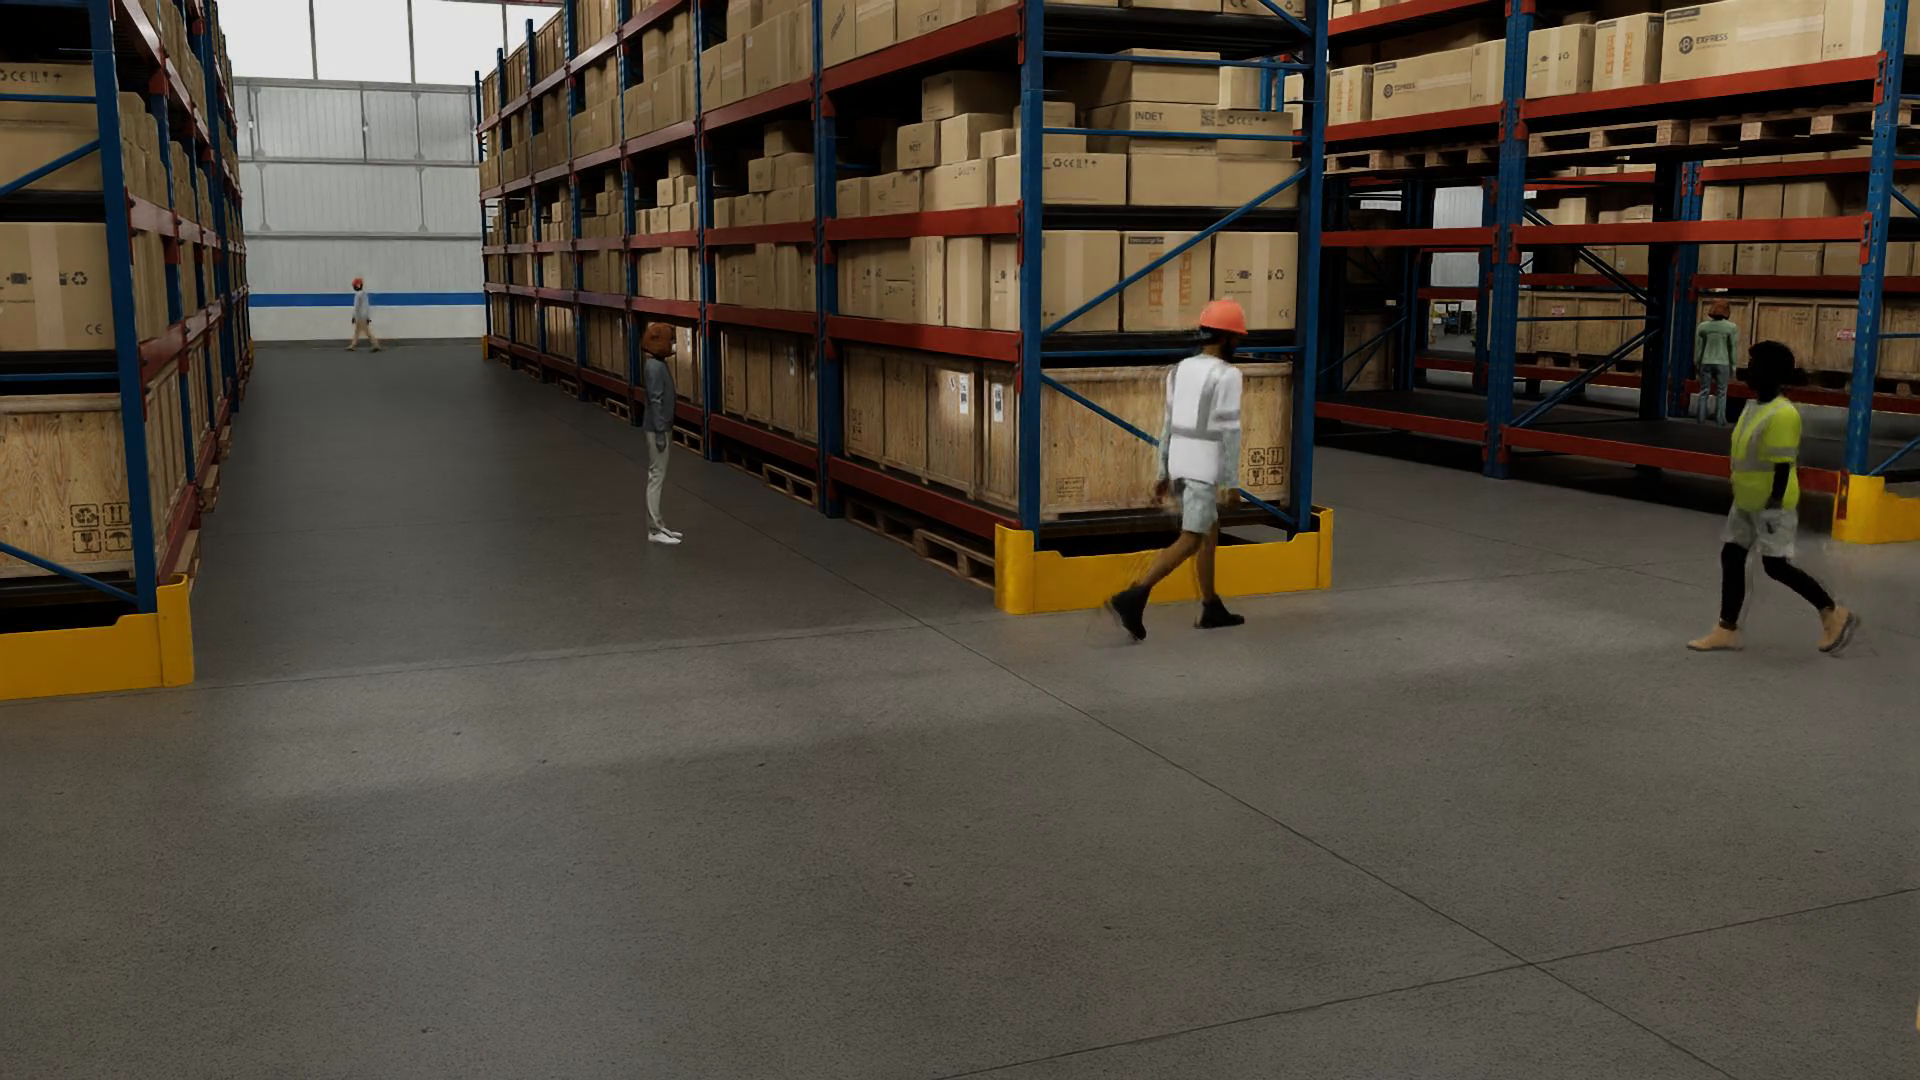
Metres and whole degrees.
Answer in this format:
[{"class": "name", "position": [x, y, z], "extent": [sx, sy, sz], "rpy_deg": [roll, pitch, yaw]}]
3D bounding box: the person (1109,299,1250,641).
[{"class": "person", "position": [1.221, -0.378, 9.162], "extent": [0.936, 1.896, 0.560], "rpy_deg": [-5, 11, -28]}]

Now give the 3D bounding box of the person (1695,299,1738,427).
[{"class": "person", "position": [9.185, -2.105, 20.203], "extent": [0.280, 1.633, 0.500], "rpy_deg": [-9, 13, -44]}]

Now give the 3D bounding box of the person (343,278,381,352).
[{"class": "person", "position": [-13.790, -5.168, 38.329], "extent": [0.889, 1.709, 0.578], "rpy_deg": [-1, 10, -4]}]

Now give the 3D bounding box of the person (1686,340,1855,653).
[{"class": "person", "position": [4.303, -0.210, 8.724], "extent": [0.745, 1.677, 0.533], "rpy_deg": [1, 9, 3]}]

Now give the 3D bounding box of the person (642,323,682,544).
[{"class": "person", "position": [-2.210, -0.789, 12.316], "extent": [0.265, 1.632, 0.507], "rpy_deg": [-1, 10, -6]}]

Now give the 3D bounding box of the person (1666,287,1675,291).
[{"class": "person", "position": [14.577, -4.613, 34.305], "extent": [0.627, 1.953, 0.908], "rpy_deg": [-5, 11, -27]}]
